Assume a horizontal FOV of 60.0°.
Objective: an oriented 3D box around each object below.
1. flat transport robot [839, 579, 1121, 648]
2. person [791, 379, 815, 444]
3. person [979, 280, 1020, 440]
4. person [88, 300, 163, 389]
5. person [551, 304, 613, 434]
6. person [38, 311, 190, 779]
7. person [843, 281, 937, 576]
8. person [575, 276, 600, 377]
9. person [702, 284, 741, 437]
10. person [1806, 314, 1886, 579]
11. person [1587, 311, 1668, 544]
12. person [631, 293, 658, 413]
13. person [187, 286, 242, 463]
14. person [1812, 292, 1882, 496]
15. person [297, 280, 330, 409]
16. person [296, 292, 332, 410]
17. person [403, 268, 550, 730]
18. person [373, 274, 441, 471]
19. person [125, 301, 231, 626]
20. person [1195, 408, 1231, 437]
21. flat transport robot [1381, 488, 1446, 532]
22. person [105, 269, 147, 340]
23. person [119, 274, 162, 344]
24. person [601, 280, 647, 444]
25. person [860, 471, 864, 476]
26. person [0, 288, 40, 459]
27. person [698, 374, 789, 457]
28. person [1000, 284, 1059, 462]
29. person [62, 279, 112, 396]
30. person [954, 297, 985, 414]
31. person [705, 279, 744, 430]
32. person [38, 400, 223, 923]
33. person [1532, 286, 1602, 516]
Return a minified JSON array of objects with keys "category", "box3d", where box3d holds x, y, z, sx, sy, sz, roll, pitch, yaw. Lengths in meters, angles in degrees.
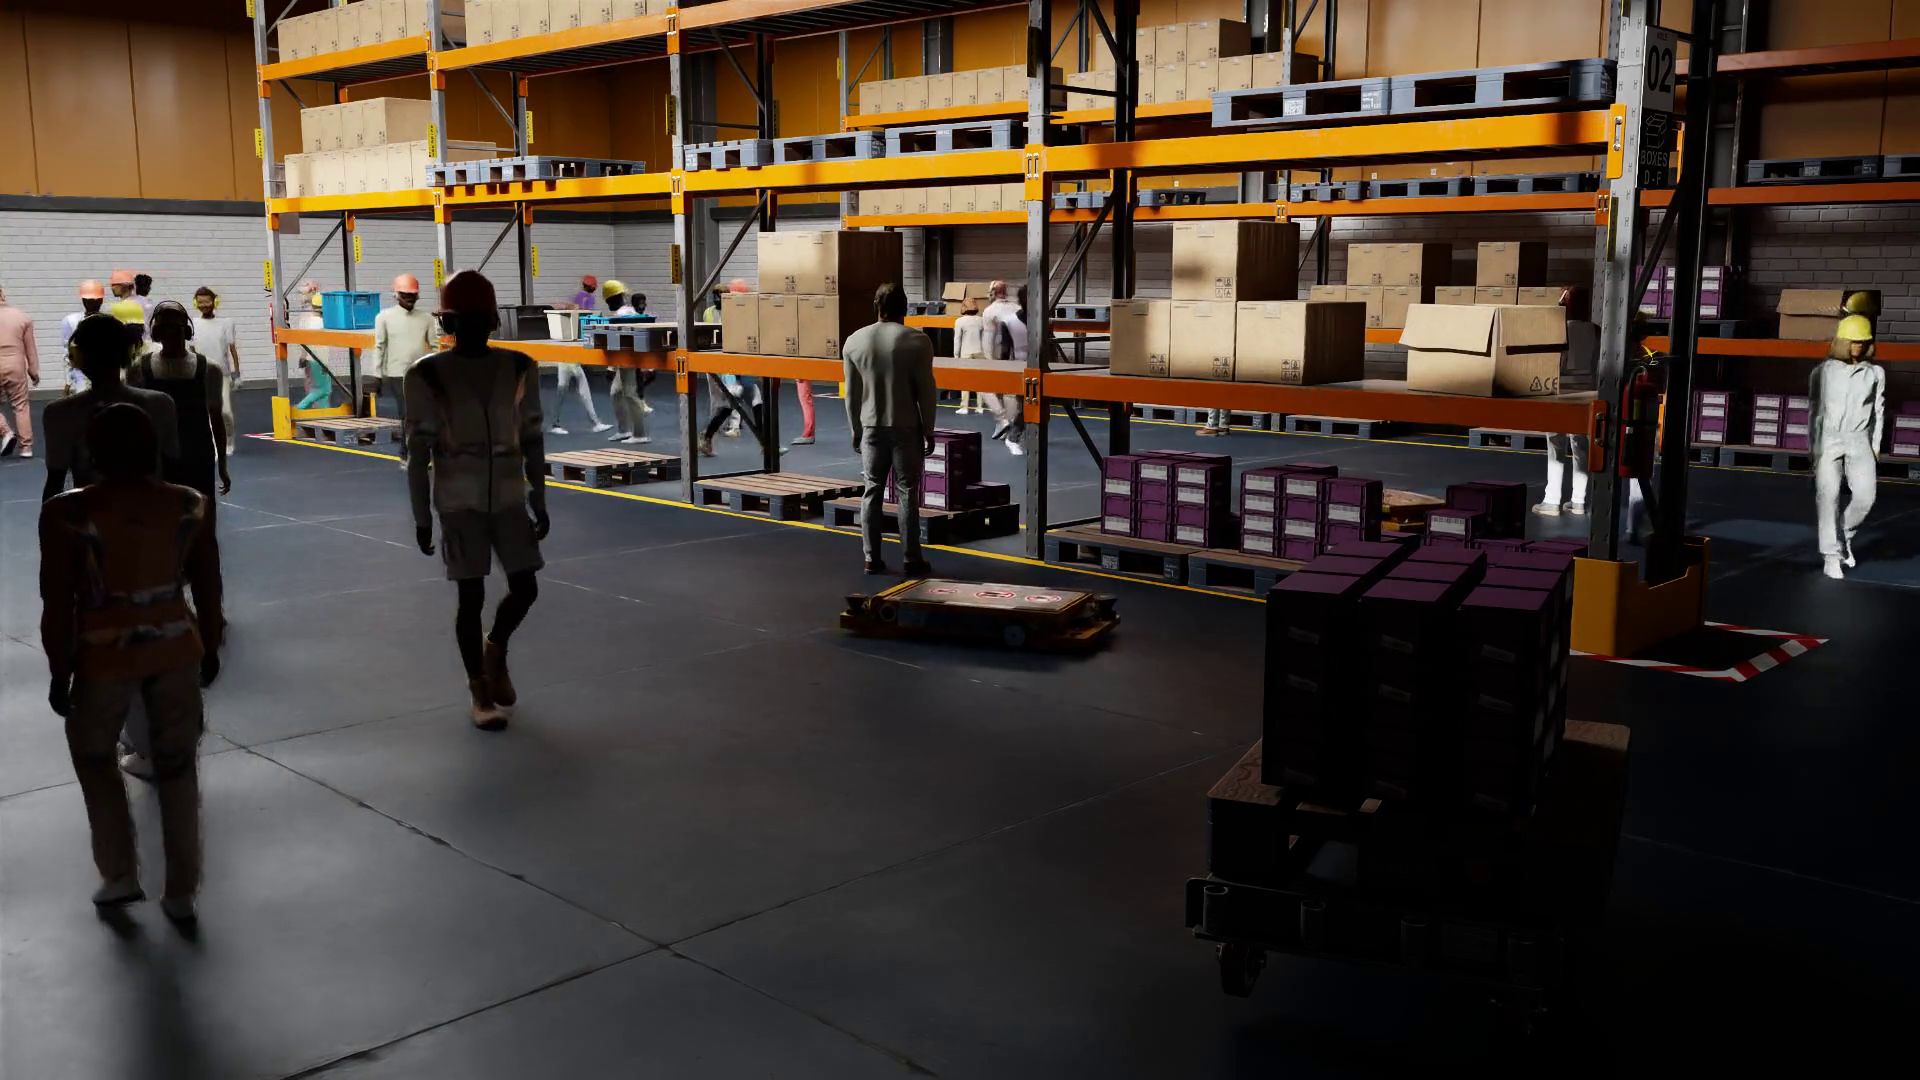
[{"category":"flat transport robot","box3d":[0.114,0.392,9.223,1.431,0.197,0.652,4,10,22]},{"category":"person","box3d":[-1.847,-1.983,19.240,0.336,1.761,0.524,0,9,-3]},{"category":"person","box3d":[0.476,-2.099,19.541,0.661,1.887,0.421,-8,12,-41]},{"category":"person","box3d":[-5.937,-0.825,12.028,0.618,1.789,0.886,-8,12,-40]},{"category":"person","box3d":[-4.662,-2.067,20.253,0.820,1.585,0.506,3,10,20]},{"category":"person","box3d":[-3.438,0.014,6.706,0.767,1.846,0.555,8,12,40]},{"category":"person","box3d":[-0.452,-0.724,10.965,0.632,1.940,0.372,2,10,15]},{"category":"person","box3d":[-7.037,-4.017,31.322,0.415,1.898,0.785,-7,12,-37]},{"category":"person","box3d":[-2.878,-2.170,20.124,0.625,1.846,0.429,5,10,27]},{"category":"person","box3d":[5.802,-0.612,10.925,0.492,1.730,0.403,1,9,7]},{"category":"person","box3d":[4.982,-0.855,12.446,0.519,1.714,0.936,2,9,10]},{"category":"person","box3d":[-4.526,-2.642,23.477,0.472,1.684,0.551,6,11,33]},{"category":"person","box3d":[-7.889,-1.762,17.625,0.526,1.843,0.817,-3,10,-16]},{"category":"person","box3d":[7.933,-1.293,14.810,0.418,1.819,0.626,5,11,30]},{"category":"person","box3d":[-8.246,-2.360,21.217,0.404,1.876,0.669,-3,10,-17]},{"category":"person","box3d":[-8.094,-2.242,20.859,0.600,1.742,0.545,-6,11,-32]},{"category":"person","box3d":[-2.108,-0.173,7.317,0.629,2.023,0.451,-6,11,-33]},{"category":"person","box3d":[-5.362,-1.621,16.386,0.933,1.955,0.652,9,13,44]},{"category":"person","box3d":[-4.373,-0.412,9.336,0.504,1.847,0.345,-4,10,-25]},{"category":"person","box3d":[3.082,-2.212,20.096,0.628,1.937,0.378,-9,13,-44]},{"category":"flat transport robot","box3d":[3.356,-0.267,13.263,0.652,0.197,1.431,-4,10,-21]},{"category":"person","box3d":[-10.254,-2.282,20.304,1.001,2.001,0.642,-3,10,-19]},{"category":"person","box3d":[-11.833,-2.850,24.017,0.673,1.948,0.368,0,9,0]},{"category":"person","box3d":[-3.918,-2.040,19.153,0.649,1.893,0.624,0,9,2]},{"category":"person","box3d":[-0.785,-1.433,16.217,0.512,1.642,0.312,-5,11,-29]},{"category":"person","box3d":[-10.170,-1.785,17.647,0.465,1.875,0.761,8,12,42]},{"category":"person","box3d":[-2.370,-1.694,17.832,0.963,1.645,0.540,2,10,14]},{"category":"person","box3d":[0.698,-1.791,17.731,0.599,1.874,0.991,-5,10,-26]},{"category":"person","box3d":[-8.412,-1.571,16.208,0.585,1.915,0.694,-5,10,-27]},{"category":"person","box3d":[0.145,-2.568,23.231,0.501,1.629,0.272,-4,10,-23]},{"category":"person","box3d":[-2.910,-2.313,20.845,0.670,1.901,0.422,4,10,25]},{"category":"person","box3d":[-2.567,0.379,5.171,0.539,1.621,0.509,-8,12,-41]},{"category":"person","box3d":[4.989,-1.137,13.665,0.574,1.884,0.356,-3,10,-15]}]
